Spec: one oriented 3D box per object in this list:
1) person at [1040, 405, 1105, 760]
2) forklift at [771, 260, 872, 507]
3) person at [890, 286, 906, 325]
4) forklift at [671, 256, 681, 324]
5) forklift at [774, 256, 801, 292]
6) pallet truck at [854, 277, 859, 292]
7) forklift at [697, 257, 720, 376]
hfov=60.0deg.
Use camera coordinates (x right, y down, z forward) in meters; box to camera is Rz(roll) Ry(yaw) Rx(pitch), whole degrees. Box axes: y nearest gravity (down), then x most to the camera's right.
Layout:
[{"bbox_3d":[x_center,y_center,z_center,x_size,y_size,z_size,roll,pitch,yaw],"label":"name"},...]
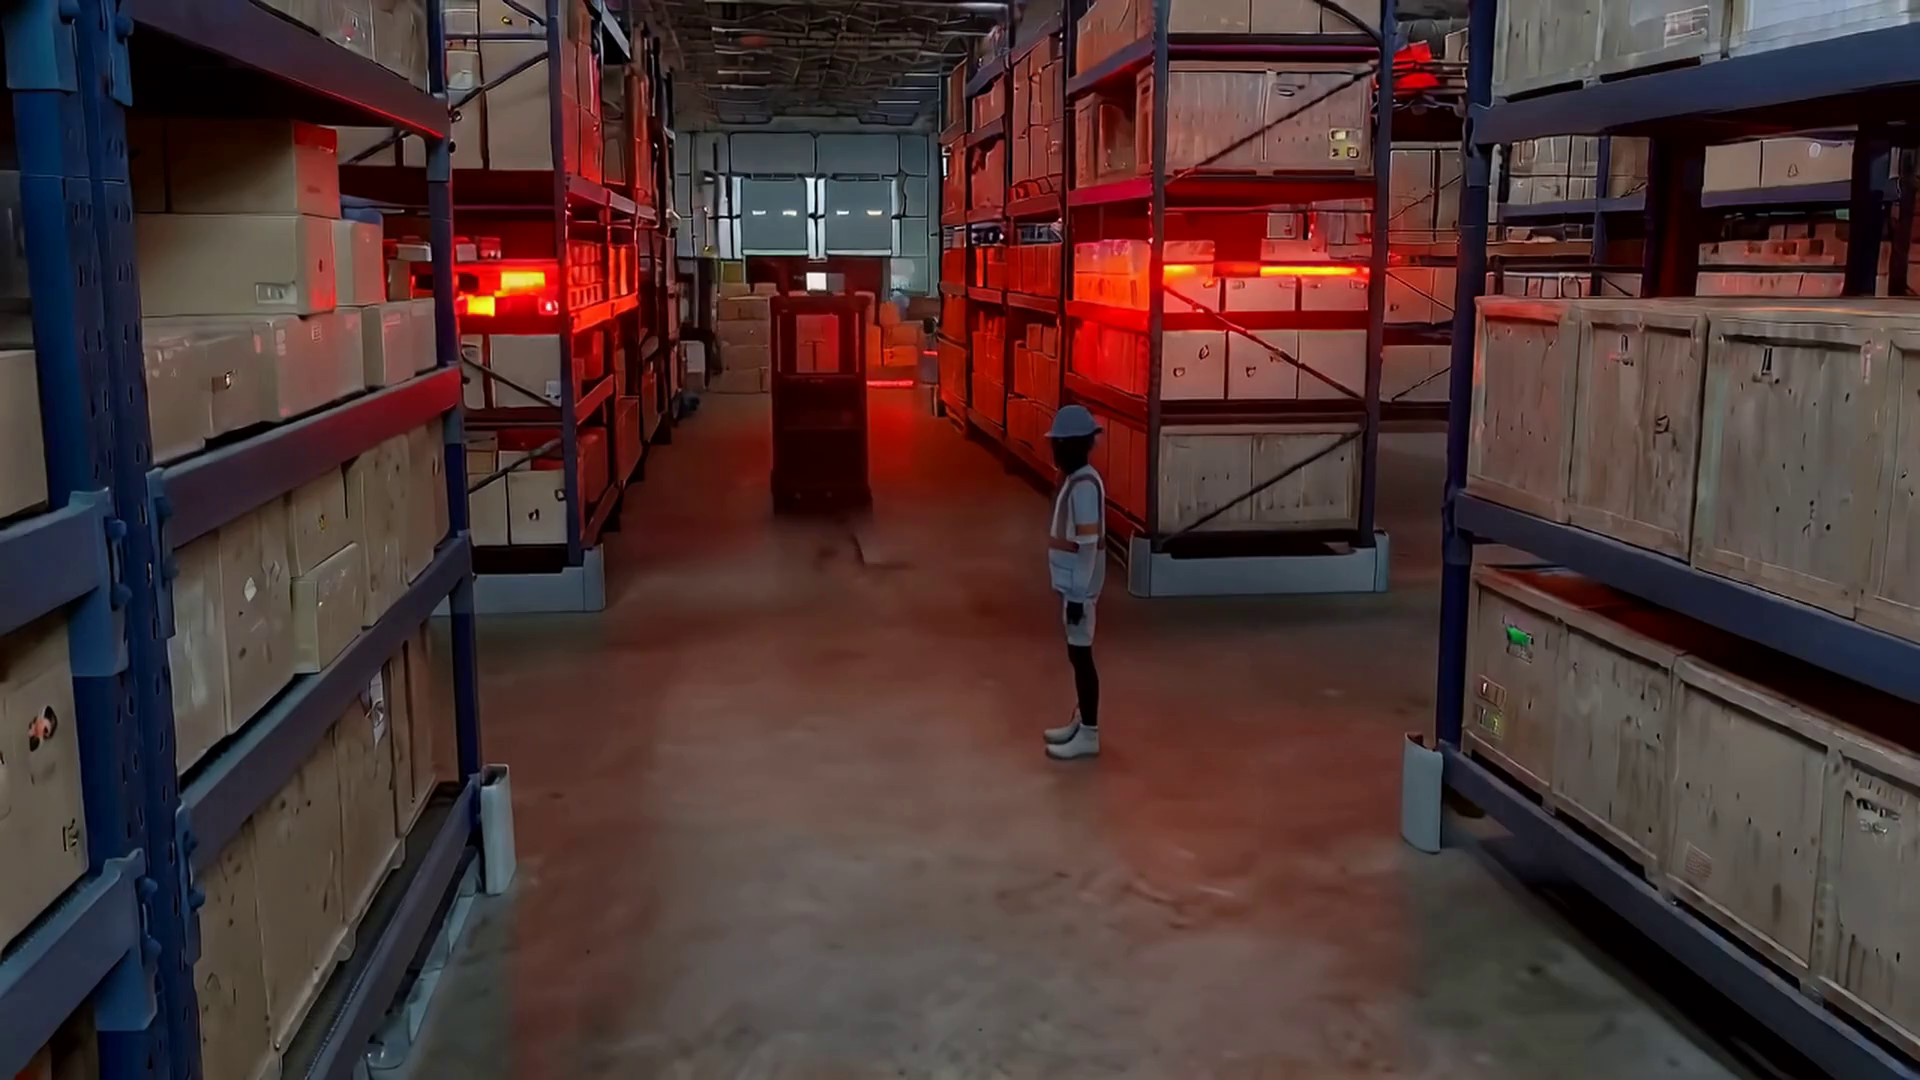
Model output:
[{"bbox_3d":[0.644,0.244,9.580,0.380,2.041,0.616,0,10,2],"label":"person"},{"bbox_3d":[-1.674,-1.897,19.611,1.129,2.768,1.873,-1,10,-7],"label":"forklift"},{"bbox_3d":[-1.953,-6.909,51.572,0.625,1.924,0.456,-8,12,-38],"label":"person"},{"bbox_3d":[-11.300,-9.496,63.850,1.129,2.768,1.873,-1,10,-7],"label":"forklift"},{"bbox_3d":[-6.208,-8.857,60.127,1.129,2.768,1.873,-6,12,-33],"label":"forklift"},{"bbox_3d":[-3.782,-9.391,65.808,1.885,1.965,0.823,2,10,10],"label":"pallet truck"},{"bbox_3d":[-5.941,-5.231,39.020,1.873,2.768,1.129,-1,10,-8],"label":"forklift"}]
